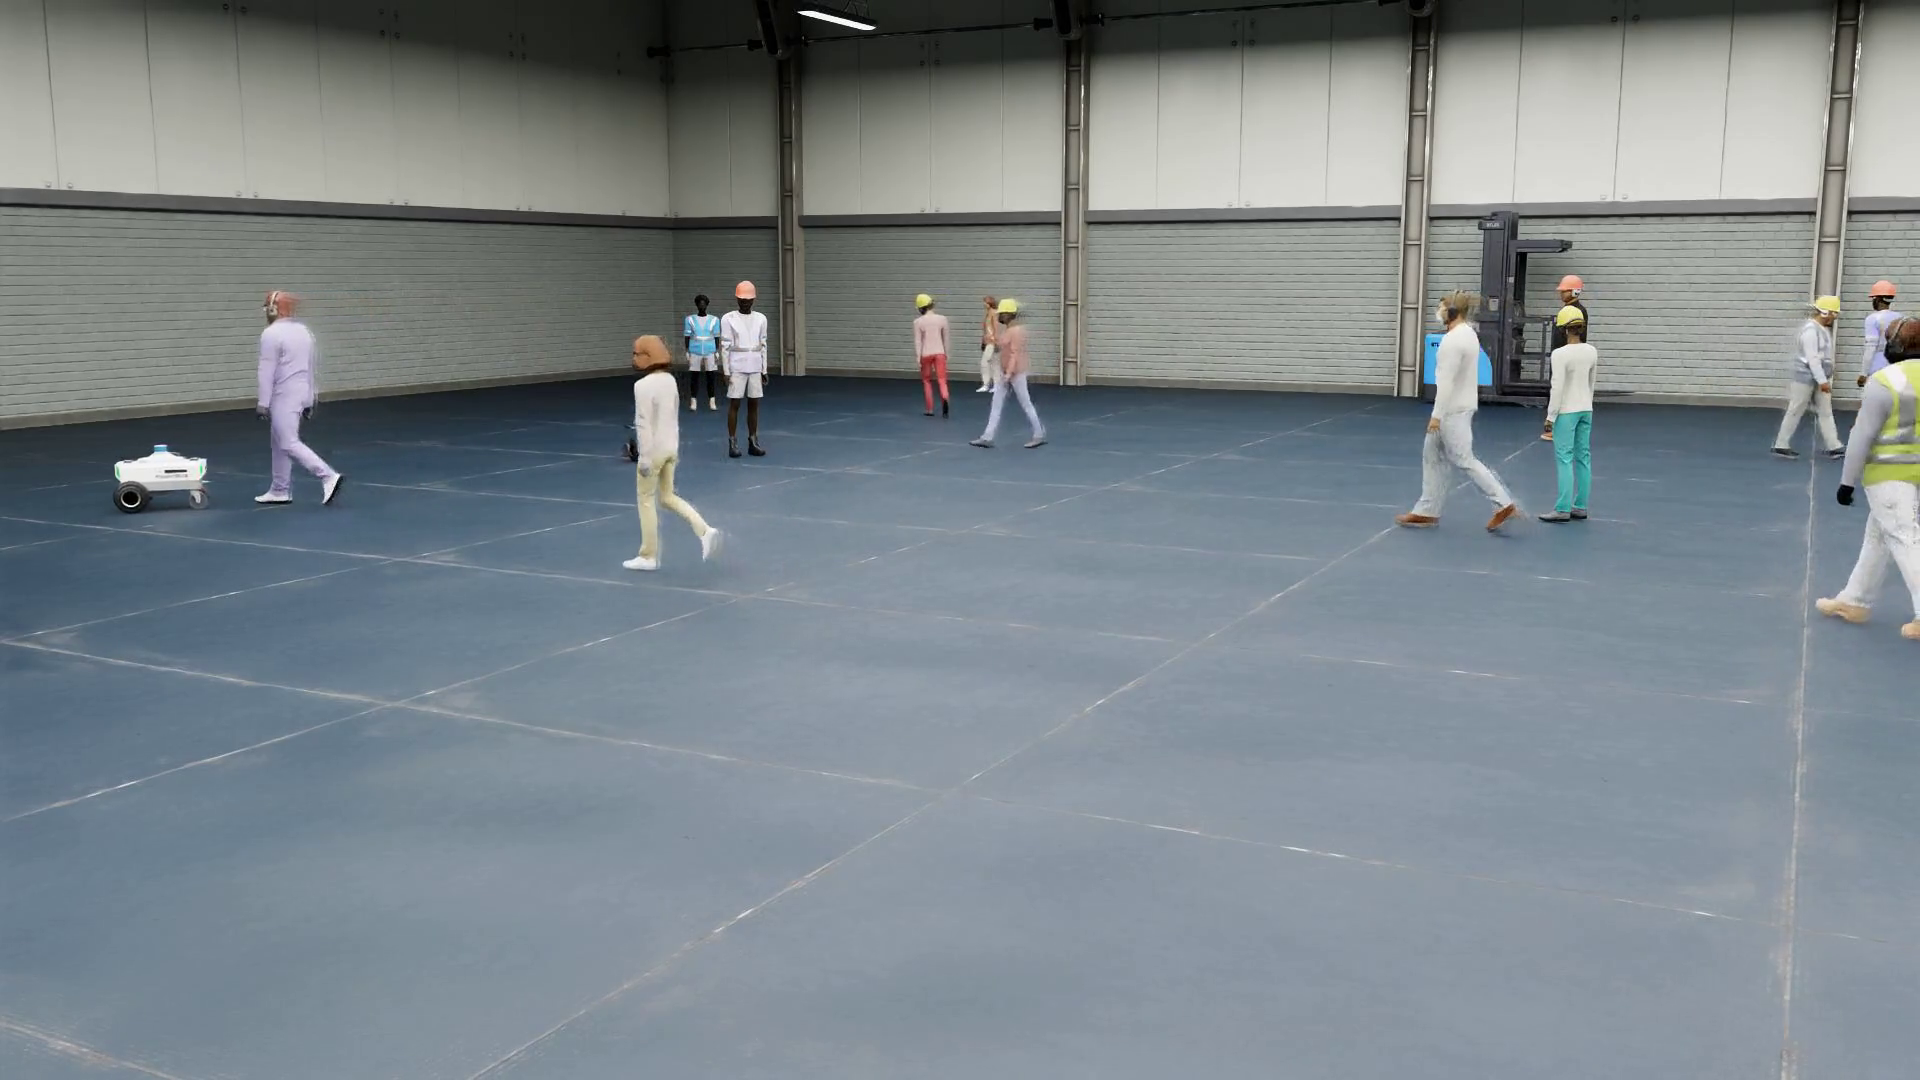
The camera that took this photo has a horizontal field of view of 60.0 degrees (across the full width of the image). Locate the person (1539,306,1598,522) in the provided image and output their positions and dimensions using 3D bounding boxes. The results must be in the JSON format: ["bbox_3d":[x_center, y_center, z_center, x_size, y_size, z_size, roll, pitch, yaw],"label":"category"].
[{"bbox_3d":[4.989,-1.032,13.641,0.523,1.763,0.329,-6,11,-32],"label":"person"}]

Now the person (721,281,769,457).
[{"bbox_3d":[-2.368,-1.898,18.449,0.547,1.934,0.376,-5,11,-30],"label":"person"}]

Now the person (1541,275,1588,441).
[{"bbox_3d":[7.278,-2.169,19.929,0.376,1.997,0.612,-1,9,-5],"label":"person"}]

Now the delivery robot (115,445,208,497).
[{"bbox_3d":[-6.913,-0.580,14.410,0.707,0.478,0.477,-3,10,-21],"label":"delivery robot"}]

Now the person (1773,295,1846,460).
[{"bbox_3d":[9.297,-1.748,18.014,0.591,1.776,0.852,-9,13,-44],"label":"person"}]

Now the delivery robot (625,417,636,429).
[{"bbox_3d":[-3.448,-1.334,18.258,0.335,0.223,0.698,-5,11,-29],"label":"delivery robot"}]

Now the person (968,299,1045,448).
[{"bbox_3d":[0.584,-1.912,19.199,0.907,1.721,0.533,-3,10,-21],"label":"person"}]

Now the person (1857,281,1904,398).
[{"bbox_3d":[10.102,-1.879,18.322,0.552,1.935,0.373,-4,10,-23],"label":"person"}]

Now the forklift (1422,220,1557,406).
[{"bbox_3d":[8.245,-3.527,25.720,1.873,2.768,1.129,5,10,27],"label":"forklift"}]

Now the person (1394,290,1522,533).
[{"bbox_3d":[3.965,-1.011,13.079,0.940,1.908,0.629,4,10,22],"label":"person"}]

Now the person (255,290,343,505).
[{"bbox_3d":[-5.826,-1.236,14.533,0.839,1.882,0.640,1,9,5],"label":"person"}]

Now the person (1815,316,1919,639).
[{"bbox_3d":[5.318,-0.364,9.429,0.641,1.798,0.950,-4,10,-22],"label":"person"}]

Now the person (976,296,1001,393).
[{"bbox_3d":[0.439,-3.264,27.818,0.610,1.617,0.548,-2,9,-13],"label":"person"}]

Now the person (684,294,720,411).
[{"bbox_3d":[-3.781,-2.747,24.413,0.535,1.699,0.318,-2,9,-12],"label":"person"}]

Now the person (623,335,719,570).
[{"bbox_3d":[-2.011,-0.593,11.364,0.619,1.616,0.513,3,10,19],"label":"person"}]

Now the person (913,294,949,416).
[{"bbox_3d":[-0.381,-2.592,23.369,0.545,1.722,0.679,-3,10,-17],"label":"person"}]
